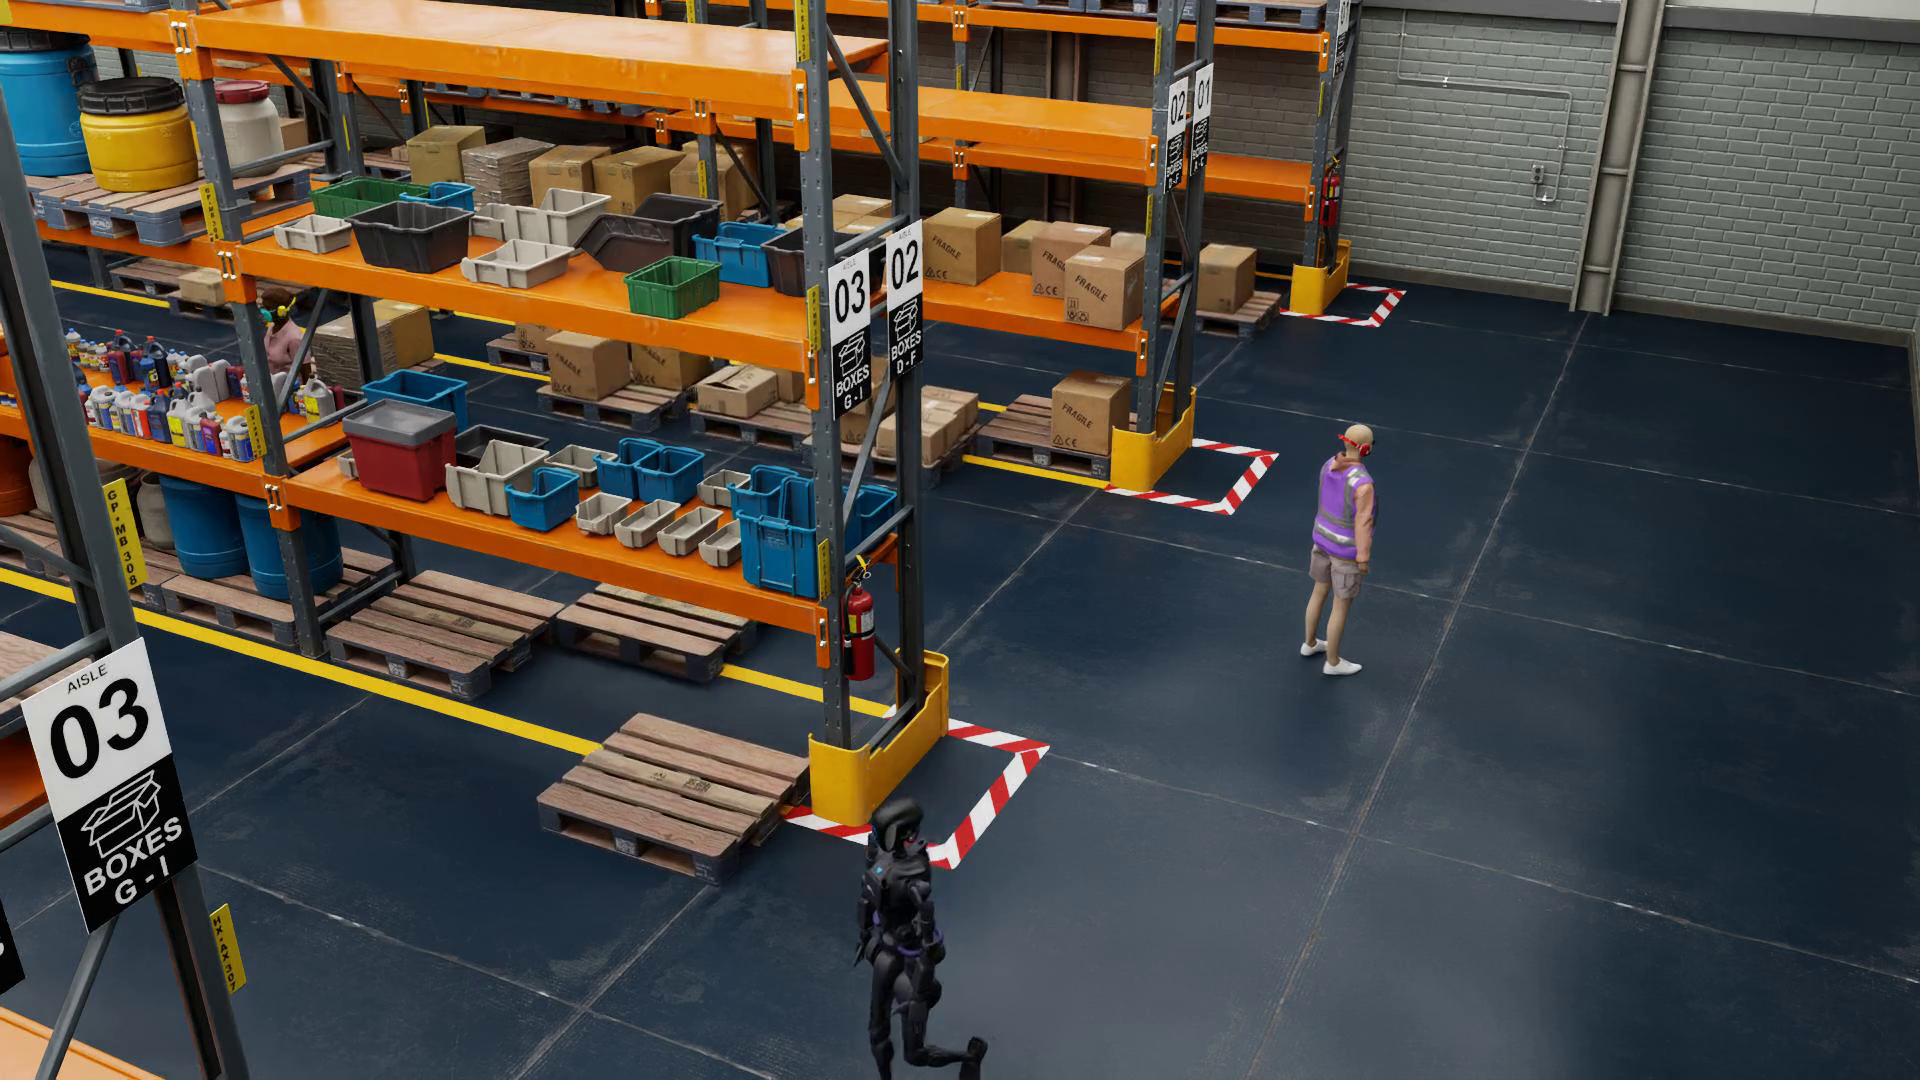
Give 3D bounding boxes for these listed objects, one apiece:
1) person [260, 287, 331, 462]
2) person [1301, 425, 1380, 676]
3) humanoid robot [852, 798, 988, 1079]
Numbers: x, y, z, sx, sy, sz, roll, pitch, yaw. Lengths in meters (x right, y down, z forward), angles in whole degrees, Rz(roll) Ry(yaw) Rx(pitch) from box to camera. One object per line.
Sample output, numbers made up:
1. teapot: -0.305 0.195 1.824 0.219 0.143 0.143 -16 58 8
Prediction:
1. person: -5.100 -1.068 12.741 0.514 1.801 0.332 21 33 36
2. person: 2.426 0.058 10.588 0.348 1.688 0.490 -11 28 -21
3. humanoid robot: -0.195 1.764 7.151 0.577 1.634 0.590 -16 31 -30
